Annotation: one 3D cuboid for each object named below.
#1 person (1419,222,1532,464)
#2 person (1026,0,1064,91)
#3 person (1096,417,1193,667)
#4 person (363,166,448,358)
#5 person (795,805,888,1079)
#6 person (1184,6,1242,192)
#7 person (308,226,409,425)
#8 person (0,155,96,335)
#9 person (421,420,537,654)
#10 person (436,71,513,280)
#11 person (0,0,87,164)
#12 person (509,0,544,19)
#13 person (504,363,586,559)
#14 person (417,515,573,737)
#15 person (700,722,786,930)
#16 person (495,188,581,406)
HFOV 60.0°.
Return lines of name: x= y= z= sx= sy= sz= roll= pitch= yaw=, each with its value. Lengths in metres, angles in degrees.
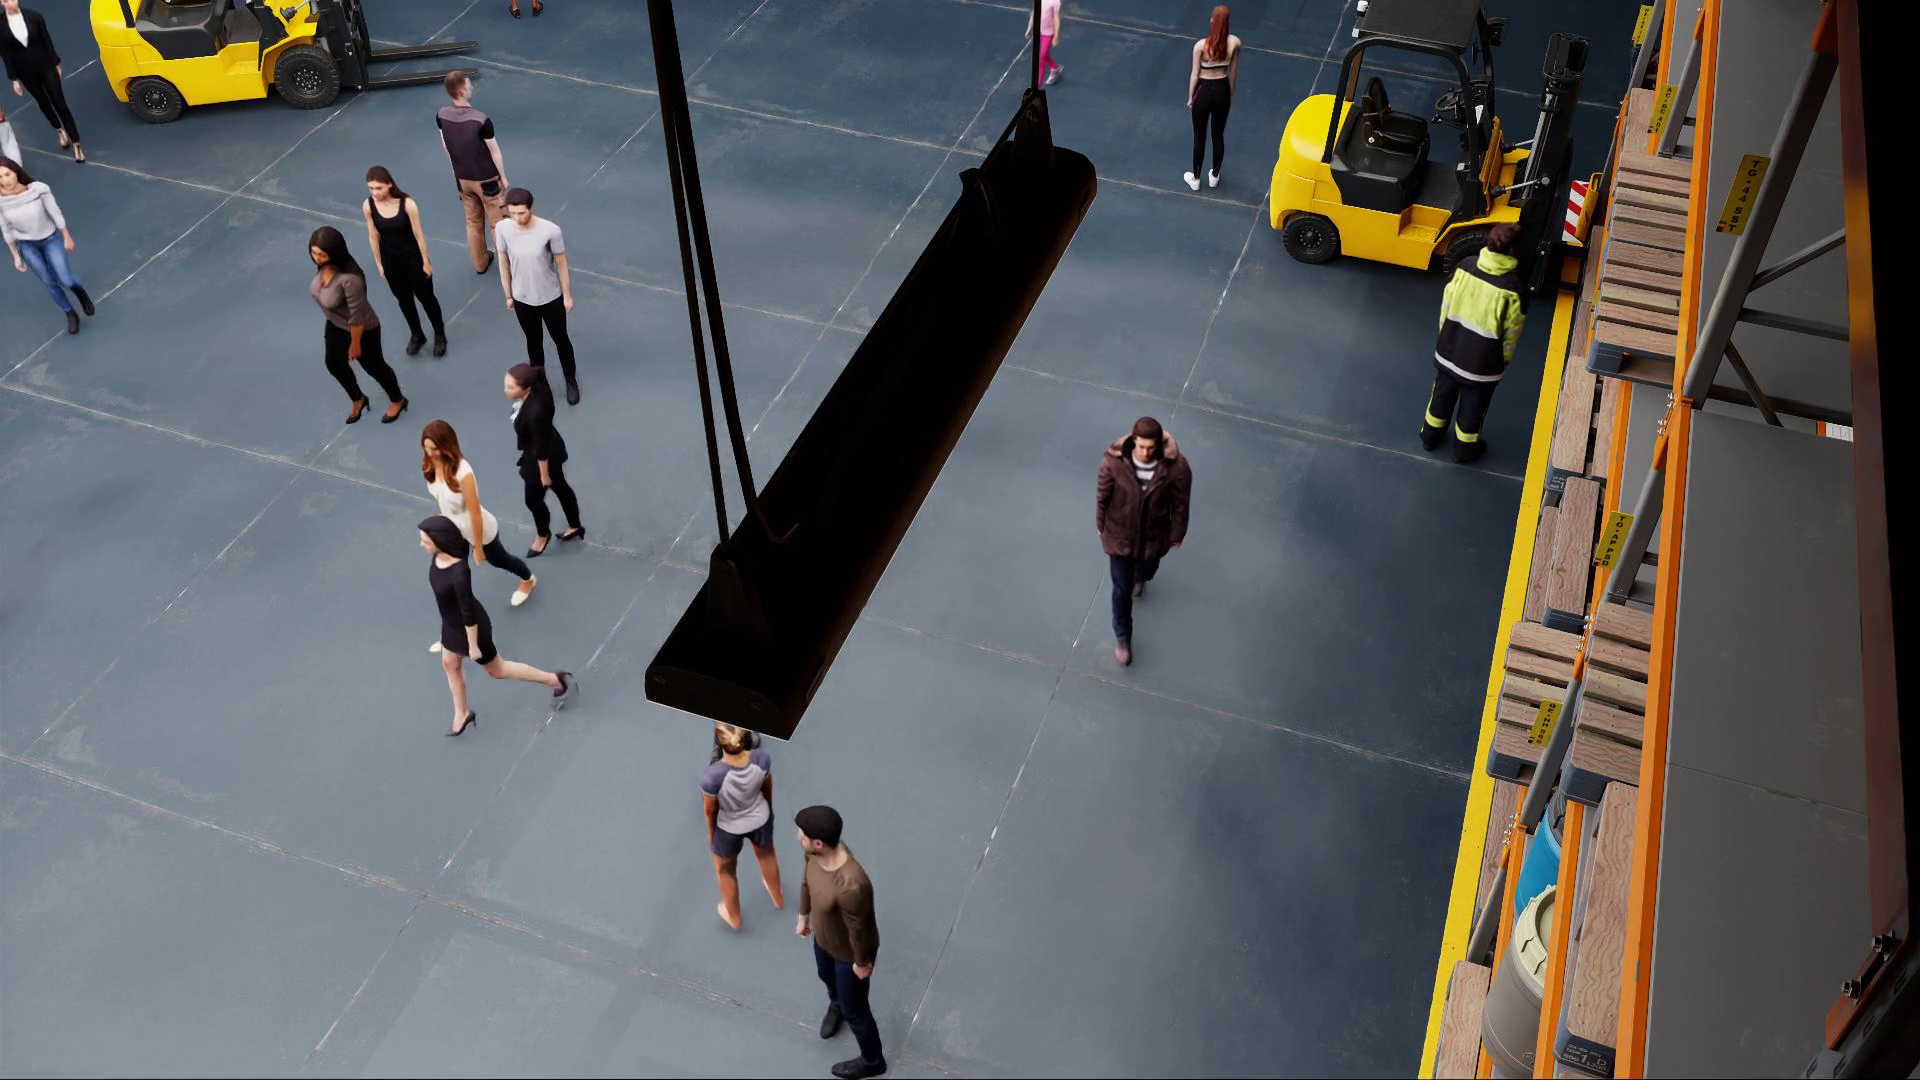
person: x=3.734 y=-1.439 z=12.061 sx=0.855 sy=1.983 sz=0.804 roll=33 pitch=52 yaw=29
person: x=0.855 y=-5.015 z=16.339 sx=0.911 sy=1.260 sz=0.738 roll=-31 pitch=52 yaw=-28
person: x=1.163 y=-0.109 z=10.784 sx=0.956 sy=1.819 sz=1.229 roll=2 pitch=44 yaw=3
person: x=-4.364 y=-2.199 z=13.082 sx=0.661 sy=1.675 sz=0.659 roll=1 pitch=44 yaw=1
person: x=-0.593 y=1.979 z=8.568 sx=0.900 sy=1.854 sz=0.910 roll=35 pitch=53 yaw=31
person: x=2.255 y=-3.947 z=14.869 sx=0.668 sy=1.742 sz=0.679 roll=-6 pitch=44 yaw=-7
person: x=-4.397 y=-1.597 z=12.346 sx=0.849 sy=1.819 sz=0.811 roll=-32 pitch=52 yaw=-29
person: x=-7.372 y=-2.405 z=13.339 sx=0.736 sy=1.619 sz=0.782 roll=-14 pitch=45 yaw=-14
person: x=-3.126 y=-0.115 z=10.853 sx=0.749 sy=1.734 sz=1.180 roll=22 pitch=48 yaw=21
person: x=-4.018 y=-3.031 z=13.836 sx=0.666 sy=1.840 sz=0.561 roll=13 pitch=45 yaw=14
person: x=-8.514 y=-4.337 z=15.328 sx=0.963 sy=1.673 sz=1.017 roll=-18 pitch=47 yaw=-18
person: x=-4.704 y=-6.320 z=17.360 sx=0.666 sy=1.741 sz=0.680 roll=-8 pitch=44 yaw=-8
person: x=-2.784 y=-0.562 z=11.388 sx=0.851 sy=1.642 sz=0.762 roll=-3 pitch=44 yaw=-3
person: x=-2.904 y=0.525 z=10.151 sx=1.146 sy=1.774 sz=1.041 roll=-22 pitch=48 yaw=-21
person: x=-1.208 y=1.545 z=9.195 sx=0.614 sy=1.615 sz=0.699 roll=-24 pitch=48 yaw=-23
person: x=-3.188 y=-1.856 z=12.587 sx=0.730 sy=1.862 sz=0.678 roll=0 pitch=44 yaw=0
